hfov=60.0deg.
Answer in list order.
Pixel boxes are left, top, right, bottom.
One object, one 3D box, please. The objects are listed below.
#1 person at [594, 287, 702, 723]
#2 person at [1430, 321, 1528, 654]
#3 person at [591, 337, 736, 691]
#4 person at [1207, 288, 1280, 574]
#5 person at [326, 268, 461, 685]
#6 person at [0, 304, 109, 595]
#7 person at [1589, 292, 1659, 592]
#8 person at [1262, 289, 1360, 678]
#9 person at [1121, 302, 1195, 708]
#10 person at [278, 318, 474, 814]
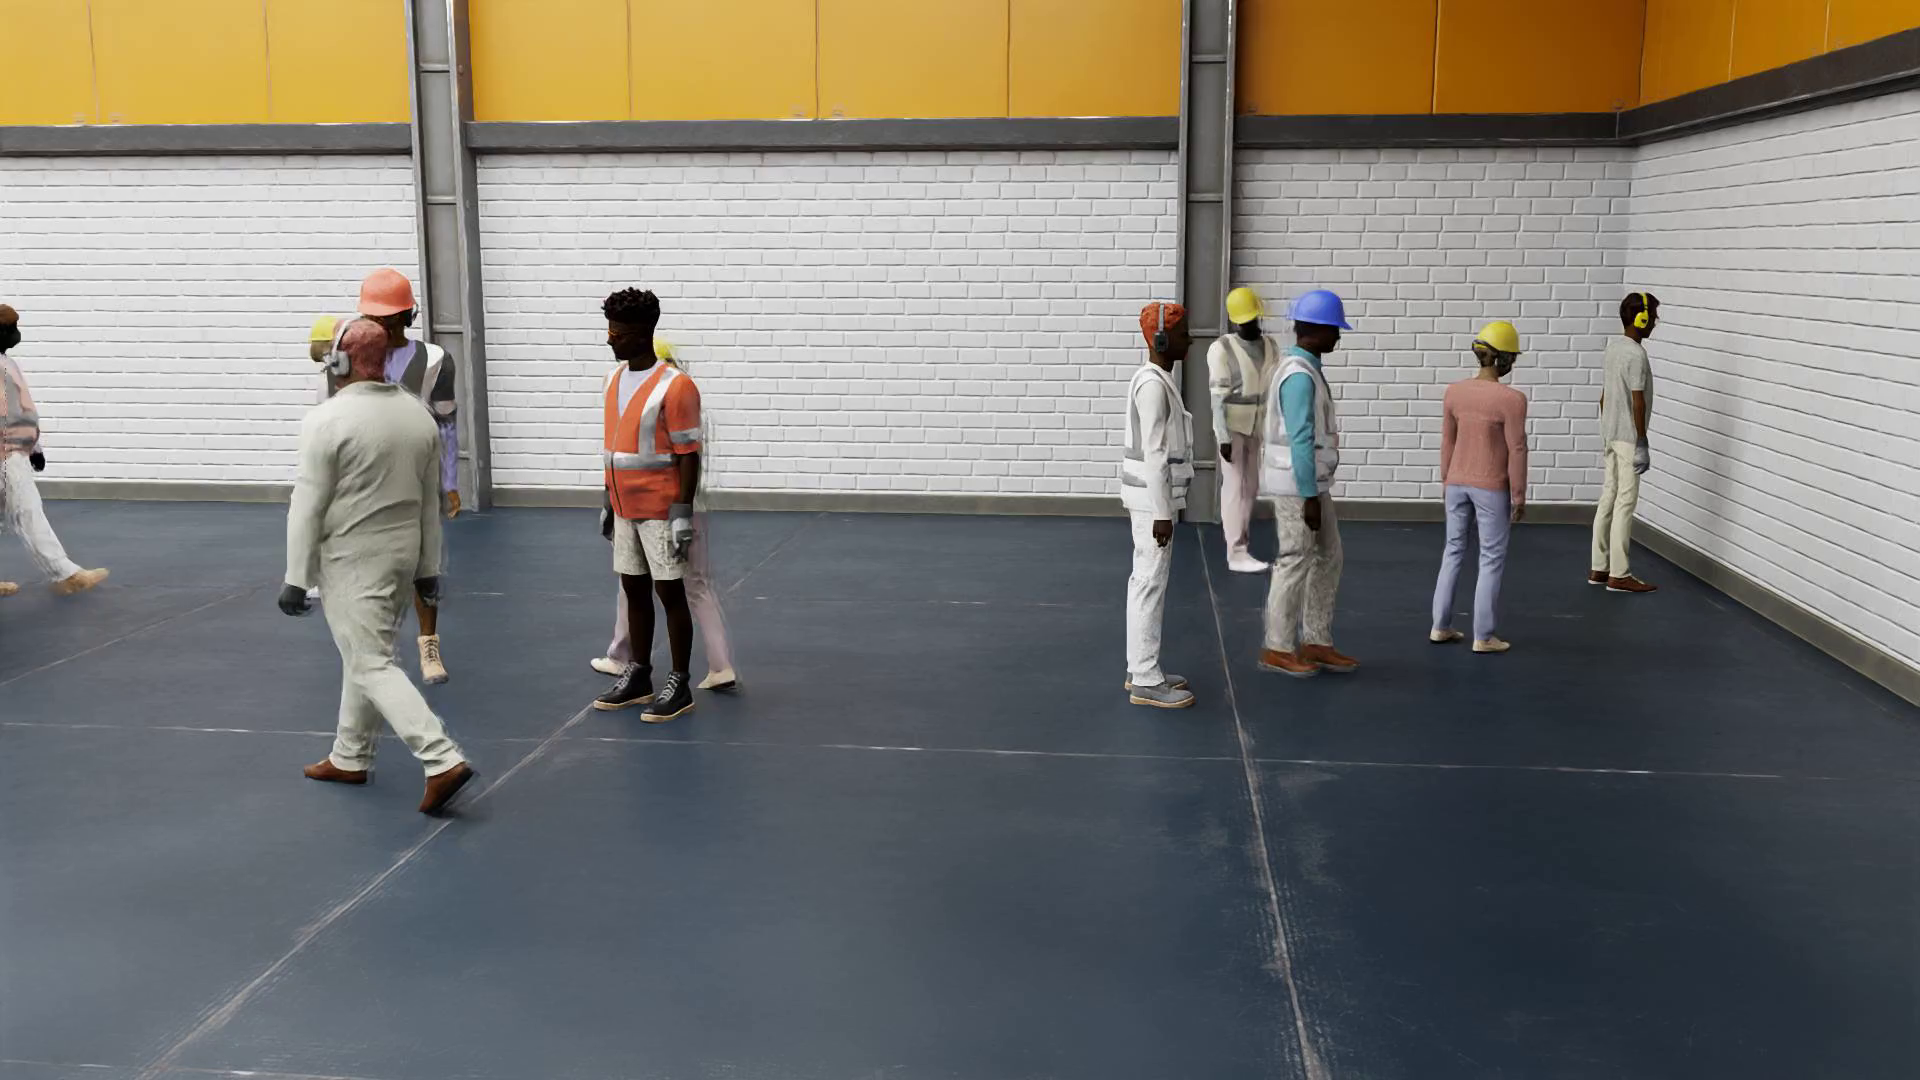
[{"bbox_3d":[-1.421,-0.159,7.545,0.603,1.962,0.372,9,13,41],"label":"person"},{"bbox_3d":[2.776,-0.274,8.810,0.341,1.754,0.533,-7,12,-34],"label":"person"},{"bbox_3d":[-1.447,-0.127,8.059,0.532,1.717,0.912,-9,13,-43],"label":"person"},{"bbox_3d":[1.926,-0.723,11.014,0.596,1.887,0.568,-7,12,-36],"label":"person"},{"bbox_3d":[-2.737,-0.289,8.080,0.605,2.036,0.393,-3,10,-18],"label":"person"},{"bbox_3d":[-5.761,-0.544,10.211,0.851,1.796,0.637,-3,10,-19],"label":"person"},{"bbox_3d":[4.183,-0.610,10.418,0.329,1.865,0.515,-1,10,-4],"label":"person"},{"bbox_3d":[1.767,-0.269,8.260,0.535,1.927,0.660,3,10,18],"label":"person"},{"bbox_3d":[0.934,-0.167,7.824,0.355,1.883,0.574,1,10,4],"label":"person"},{"bbox_3d":[-2.230,0.091,6.361,0.919,1.877,0.636,4,11,19],"label":"person"}]
